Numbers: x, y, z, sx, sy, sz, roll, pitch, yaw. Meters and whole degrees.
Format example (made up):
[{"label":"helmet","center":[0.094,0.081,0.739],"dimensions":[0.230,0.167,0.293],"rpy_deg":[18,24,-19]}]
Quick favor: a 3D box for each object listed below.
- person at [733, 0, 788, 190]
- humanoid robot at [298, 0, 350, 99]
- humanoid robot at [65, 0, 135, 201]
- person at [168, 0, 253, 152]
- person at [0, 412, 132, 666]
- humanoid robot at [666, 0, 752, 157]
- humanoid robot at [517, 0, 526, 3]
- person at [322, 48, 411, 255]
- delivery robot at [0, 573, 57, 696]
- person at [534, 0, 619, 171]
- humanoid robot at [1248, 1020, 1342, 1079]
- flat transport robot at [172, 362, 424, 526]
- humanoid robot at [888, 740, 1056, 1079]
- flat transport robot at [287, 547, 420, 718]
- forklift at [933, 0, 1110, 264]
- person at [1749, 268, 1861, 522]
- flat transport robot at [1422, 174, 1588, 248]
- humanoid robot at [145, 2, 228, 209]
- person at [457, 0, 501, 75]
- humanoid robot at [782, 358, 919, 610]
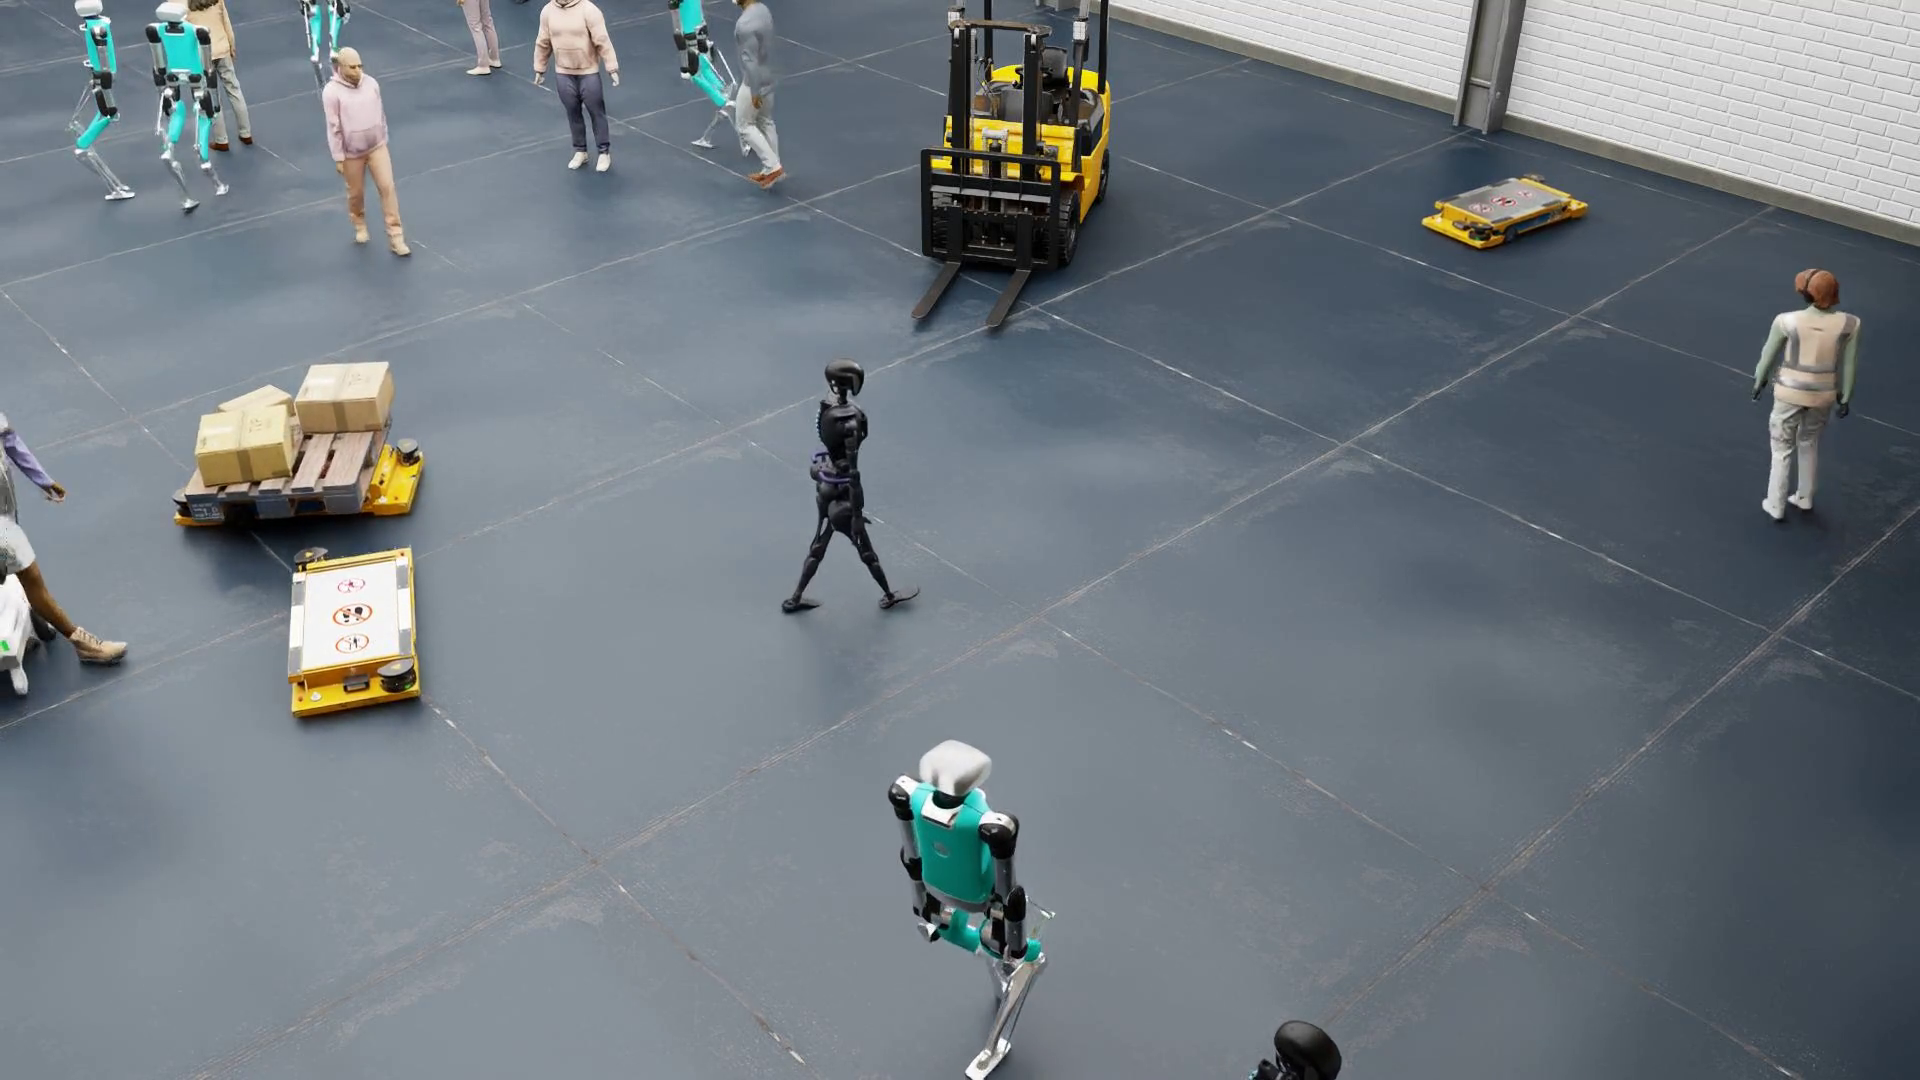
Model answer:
[{"label":"person","center":[-1.792,-4.125,15.019],"dimensions":[0.493,1.910,0.644],"rpy_deg":[9,34,14]},{"label":"humanoid robot","center":[-6.621,-5.387,17.213],"dimensions":[0.545,1.896,0.719],"rpy_deg":[-1,33,-1]},{"label":"humanoid robot","center":[-7.750,-3.889,14.799],"dimensions":[0.702,1.771,0.530],"rpy_deg":[-15,36,-22]},{"label":"person","center":[-7.153,-4.644,15.841],"dimensions":[0.402,1.875,0.553],"rpy_deg":[27,42,35]},{"label":"person","center":[-5.119,-0.193,8.880],"dimensions":[0.911,2.001,0.610],"rpy_deg":[-1,33,-1]},{"label":"humanoid robot","center":[-2.281,-4.498,15.795],"dimensions":[0.883,1.837,0.531],"rpy_deg":[12,35,18]},{"label":"humanoid robot","center":[-5.452,-7.455,20.344],"dimensions":[0.600,1.643,0.458],"rpy_deg":[8,34,12]},{"label":"person","center":[-4.990,-3.255,13.825],"dimensions":[0.540,1.747,0.783],"rpy_deg":[-24,40,-32]},{"label":"delivery robot","center":[-5.341,0.490,9.171],"dimensions":[0.499,0.609,0.805],"rpy_deg":[-10,34,-15]},{"label":"person","center":[-3.546,-4.369,15.439],"dimensions":[0.820,1.853,0.434],"rpy_deg":[4,33,7]},{"label":"humanoid robot","center":[1.008,2.177,5.530],"dimensions":[0.351,1.645,0.614],"rpy_deg":[19,38,27]},{"label":"flat transport robot","center":[-4.253,-0.367,10.737],"dimensions":[1.431,0.231,0.659],"rpy_deg":[-3,33,-5]},{"label":"humanoid robot","center":[0.149,1.439,6.700],"dimensions":[0.557,1.871,0.847],"rpy_deg":[19,38,27]},{"label":"flat transport robot","center":[-3.441,0.467,9.455],"dimensions":[0.659,0.231,1.431],"rpy_deg":[-9,34,-14]},{"label":"forklift","center":[0.570,-3.725,14.138],"dimensions":[1.214,2.155,2.313],"rpy_deg":[9,34,13]},{"label":"person","center":[5.198,-0.885,10.296],"dimensions":[0.541,1.600,0.451],"rpy_deg":[6,33,9]},{"label":"flat transport robot","center":[4.805,-2.894,14.621],"dimensions":[1.431,0.231,0.659],"rpy_deg":[-21,38,-29]},{"label":"humanoid robot","center":[-6.808,-3.746,14.613],"dimensions":[0.576,1.788,0.885],"rpy_deg":[-2,33,-3]},{"label":"person","center":[-5.261,-5.909,17.884],"dimensions":[0.323,1.765,0.533],"rpy_deg":[10,34,15]},{"label":"humanoid robot","center":[-0.655,-0.301,9.393],"dimensions":[0.790,1.624,0.609],"rpy_deg":[-10,34,-15]}]
